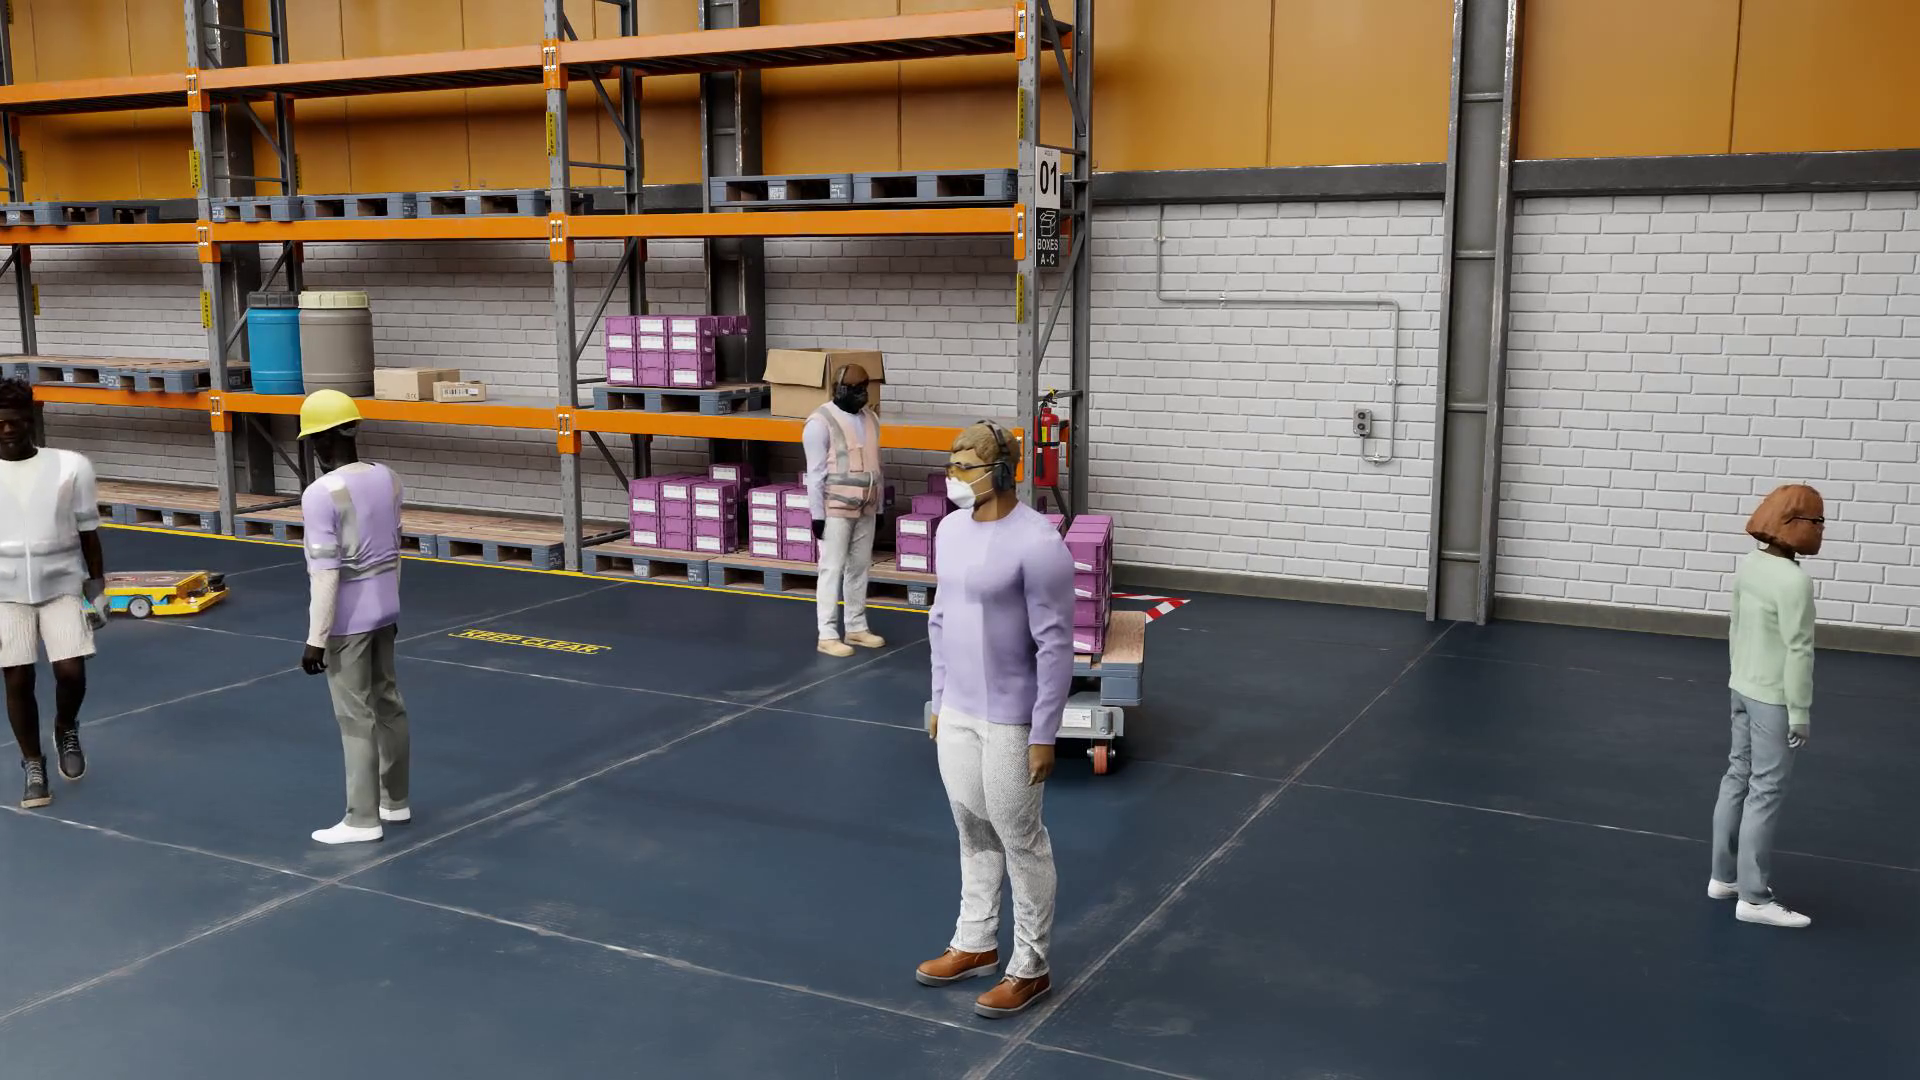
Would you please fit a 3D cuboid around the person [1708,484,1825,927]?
[{"bbox_3d":[3.022,0.601,6.193,0.271,1.631,0.507,0,9,2],"label":"person"}]

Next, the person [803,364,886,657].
[{"bbox_3d":[-0.706,-0.190,10.481,0.429,1.835,0.625,7,12,38],"label":"person"}]

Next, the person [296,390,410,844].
[{"bbox_3d":[-2.571,0.326,7.017,0.380,1.917,0.585,2,9,14],"label":"person"}]

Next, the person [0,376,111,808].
[{"bbox_3d":[-4.184,0.233,7.489,0.627,1.945,0.432,-5,10,-27],"label":"person"}]

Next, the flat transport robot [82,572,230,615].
[{"bbox_3d":[-6.020,0.376,11.772,1.431,0.197,0.652,-1,9,-5],"label":"flat transport robot"}]

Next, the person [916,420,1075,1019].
[{"bbox_3d":[0.109,0.573,5.428,0.353,1.937,0.635,-7,11,-37],"label":"person"}]
